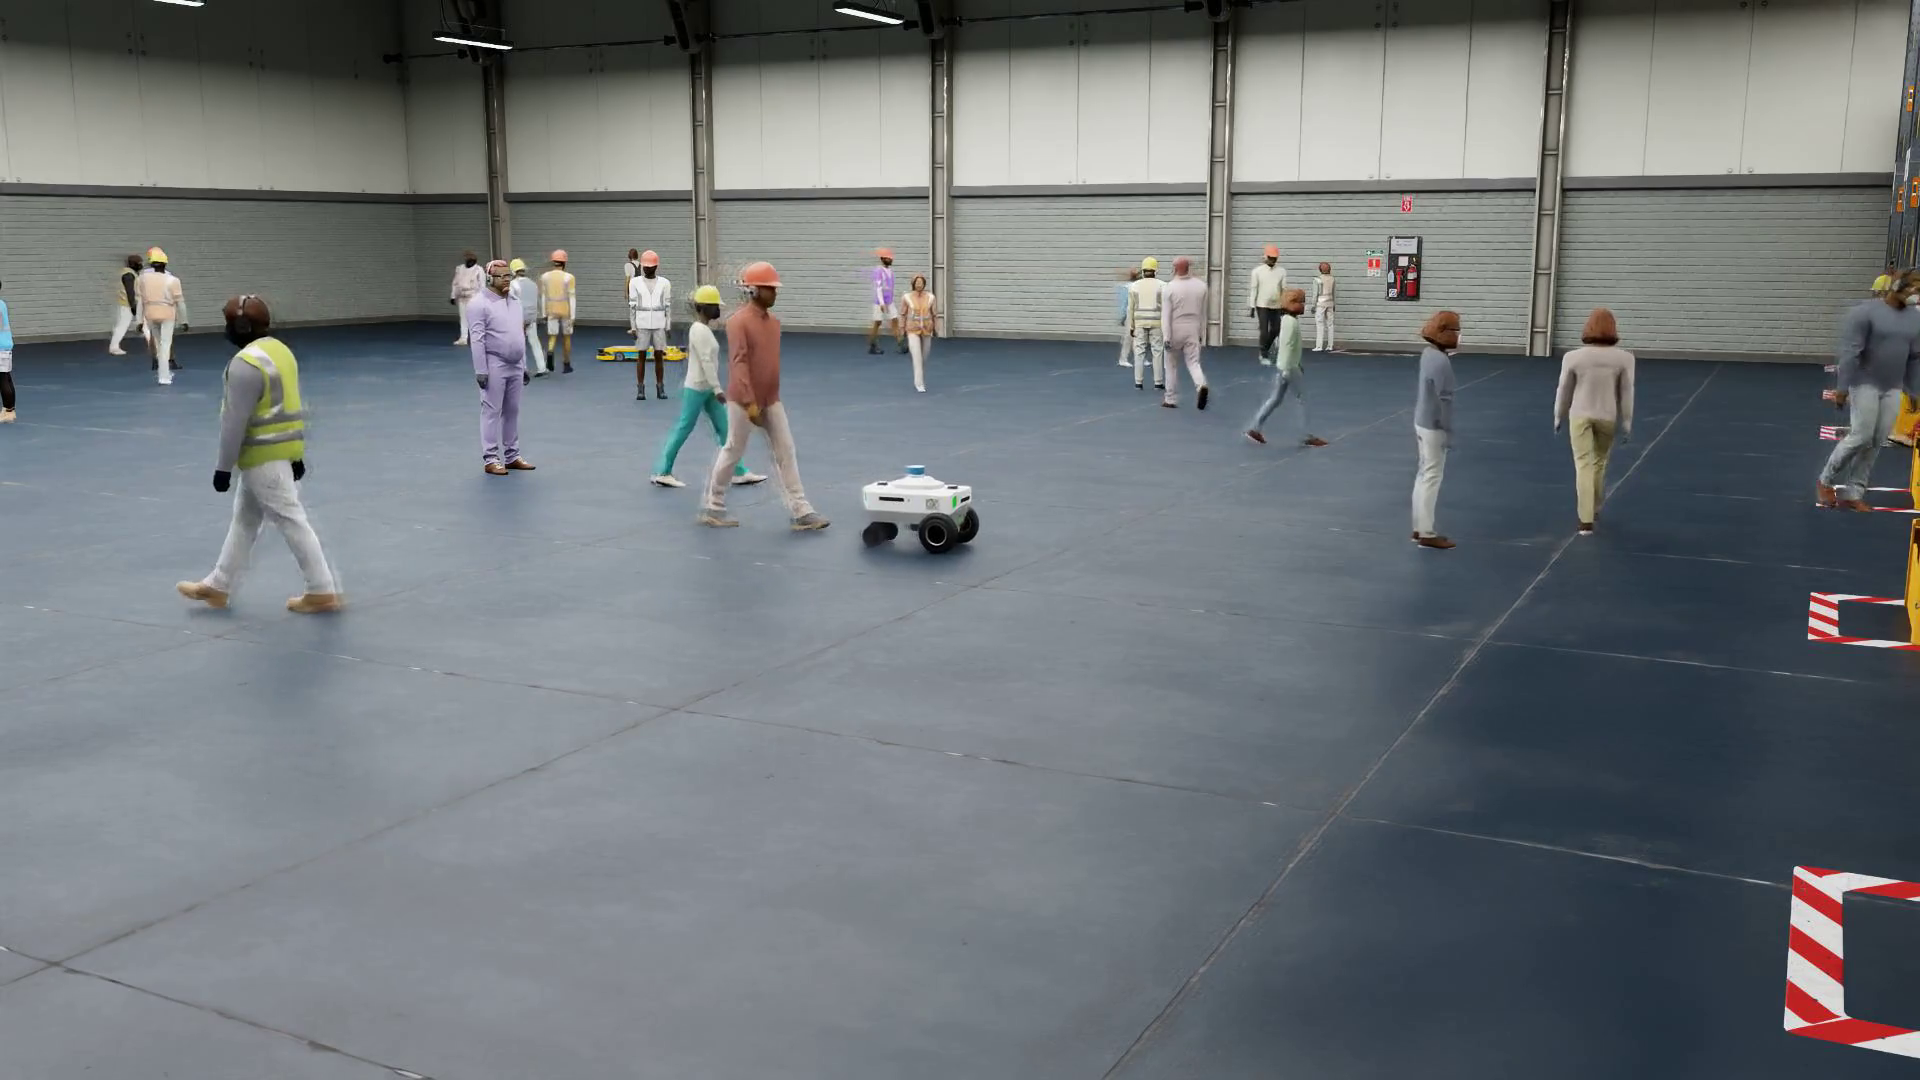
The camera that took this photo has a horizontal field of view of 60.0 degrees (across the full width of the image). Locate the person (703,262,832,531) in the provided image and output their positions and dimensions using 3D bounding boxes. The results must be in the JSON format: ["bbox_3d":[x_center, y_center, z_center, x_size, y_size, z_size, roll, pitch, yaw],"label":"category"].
[{"bbox_3d":[-1.461,-1.020,11.998,1.045,1.944,0.615,7,12,33],"label":"person"}]

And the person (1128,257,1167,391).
[{"bbox_3d":[2.607,-2.965,22.858,0.587,1.837,0.404,3,11,15],"label":"person"}]

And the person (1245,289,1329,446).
[{"bbox_3d":[3.318,-1.748,16.881,0.819,1.595,0.498,0,10,2],"label":"person"}]

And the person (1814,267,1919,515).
[{"bbox_3d":[7.042,-1.133,12.730,0.672,1.895,0.467,-2,11,-11],"label":"person"}]

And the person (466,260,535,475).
[{"bbox_3d":[-4.104,-1.548,14.941,0.408,1.908,0.643,5,12,25],"label":"person"}]

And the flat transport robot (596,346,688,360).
[{"bbox_3d":[-5.425,-3.197,28.395,1.431,0.197,0.652,0,10,2],"label":"flat transport robot"}]

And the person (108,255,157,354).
[{"bbox_3d":[-14.815,-4.215,29.822,1.007,1.771,0.675,-2,11,-11],"label":"person"}]

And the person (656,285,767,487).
[{"bbox_3d":[-2.163,-1.289,14.061,0.935,1.714,0.529,1,10,3],"label":"person"}]

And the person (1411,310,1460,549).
[{"bbox_3d":[3.251,-0.754,11.369,0.286,1.629,0.513,1,10,3],"label":"person"}]

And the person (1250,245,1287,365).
[{"bbox_3d":[5.103,-3.910,27.644,0.622,1.980,0.679,-2,11,-8],"label":"person"}]

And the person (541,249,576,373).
[{"bbox_3d":[-6.176,-3.504,25.582,0.554,1.916,0.696,1,10,5],"label":"person"}]

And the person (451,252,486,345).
[{"bbox_3d":[-9.576,-4.672,32.299,0.799,1.808,0.429,5,11,24],"label":"person"}]

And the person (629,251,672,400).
[{"bbox_3d":[-4.014,-2.784,21.616,0.542,1.930,0.374,-3,11,-17],"label":"person"}]

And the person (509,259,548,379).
[{"bbox_3d":[-6.495,-3.269,24.681,0.946,1.780,0.613,7,13,34],"label":"person"}]

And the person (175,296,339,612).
[{"bbox_3d":[-3.987,-0.467,9.359,0.947,1.789,0.652,-1,10,-4],"label":"person"}]

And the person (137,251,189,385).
[{"bbox_3d":[-11.418,-3.187,23.904,0.619,1.885,0.910,-1,10,-5],"label":"person"}]

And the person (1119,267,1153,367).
[{"bbox_3d":[2.880,-3.572,26.784,0.785,1.603,0.549,7,12,33],"label":"person"}]

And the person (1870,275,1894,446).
[{"bbox_3d":[9.333,-1.812,16.847,0.519,1.722,0.414,-7,13,-34],"label":"person"}]

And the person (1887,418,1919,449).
[{"bbox_3d":[9.721,-1.707,16.308,0.907,1.716,0.528,3,11,16],"label":"person"}]

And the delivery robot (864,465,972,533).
[{"bbox_3d":[-0.294,-0.268,11.393,0.707,0.478,0.477,4,11,20],"label":"delivery robot"}]

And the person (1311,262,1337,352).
[{"bbox_3d":[6.683,-4.278,30.550,0.514,1.640,0.315,-4,11,-22],"label":"person"}]

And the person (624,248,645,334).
[{"bbox_3d":[-7.060,-5.407,36.148,0.517,1.843,0.326,-9,14,-42],"label":"person"}]

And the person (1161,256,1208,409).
[{"bbox_3d":[2.748,-2.527,20.352,0.643,1.884,0.808,-4,11,-18],"label":"person"}]

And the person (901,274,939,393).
[{"bbox_3d":[-0.566,-2.851,22.848,0.523,1.611,0.761,-3,11,-17],"label":"person"}]

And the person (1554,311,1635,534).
[{"bbox_3d":[4.583,-0.861,12.057,0.515,1.582,0.847,2,11,12],"label":"person"}]

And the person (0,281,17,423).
[{"bbox_3d":[-10.977,-2.179,18.953,0.318,1.696,0.537,-4,11,-19],"label":"person"}]

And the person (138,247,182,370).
[{"bbox_3d":[-12.689,-3.658,26.362,0.545,1.938,0.362,1,10,6],"label":"person"}]

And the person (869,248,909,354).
[{"bbox_3d":[-1.259,-4.248,29.688,0.982,1.890,0.568,7,13,34],"label":"person"}]
